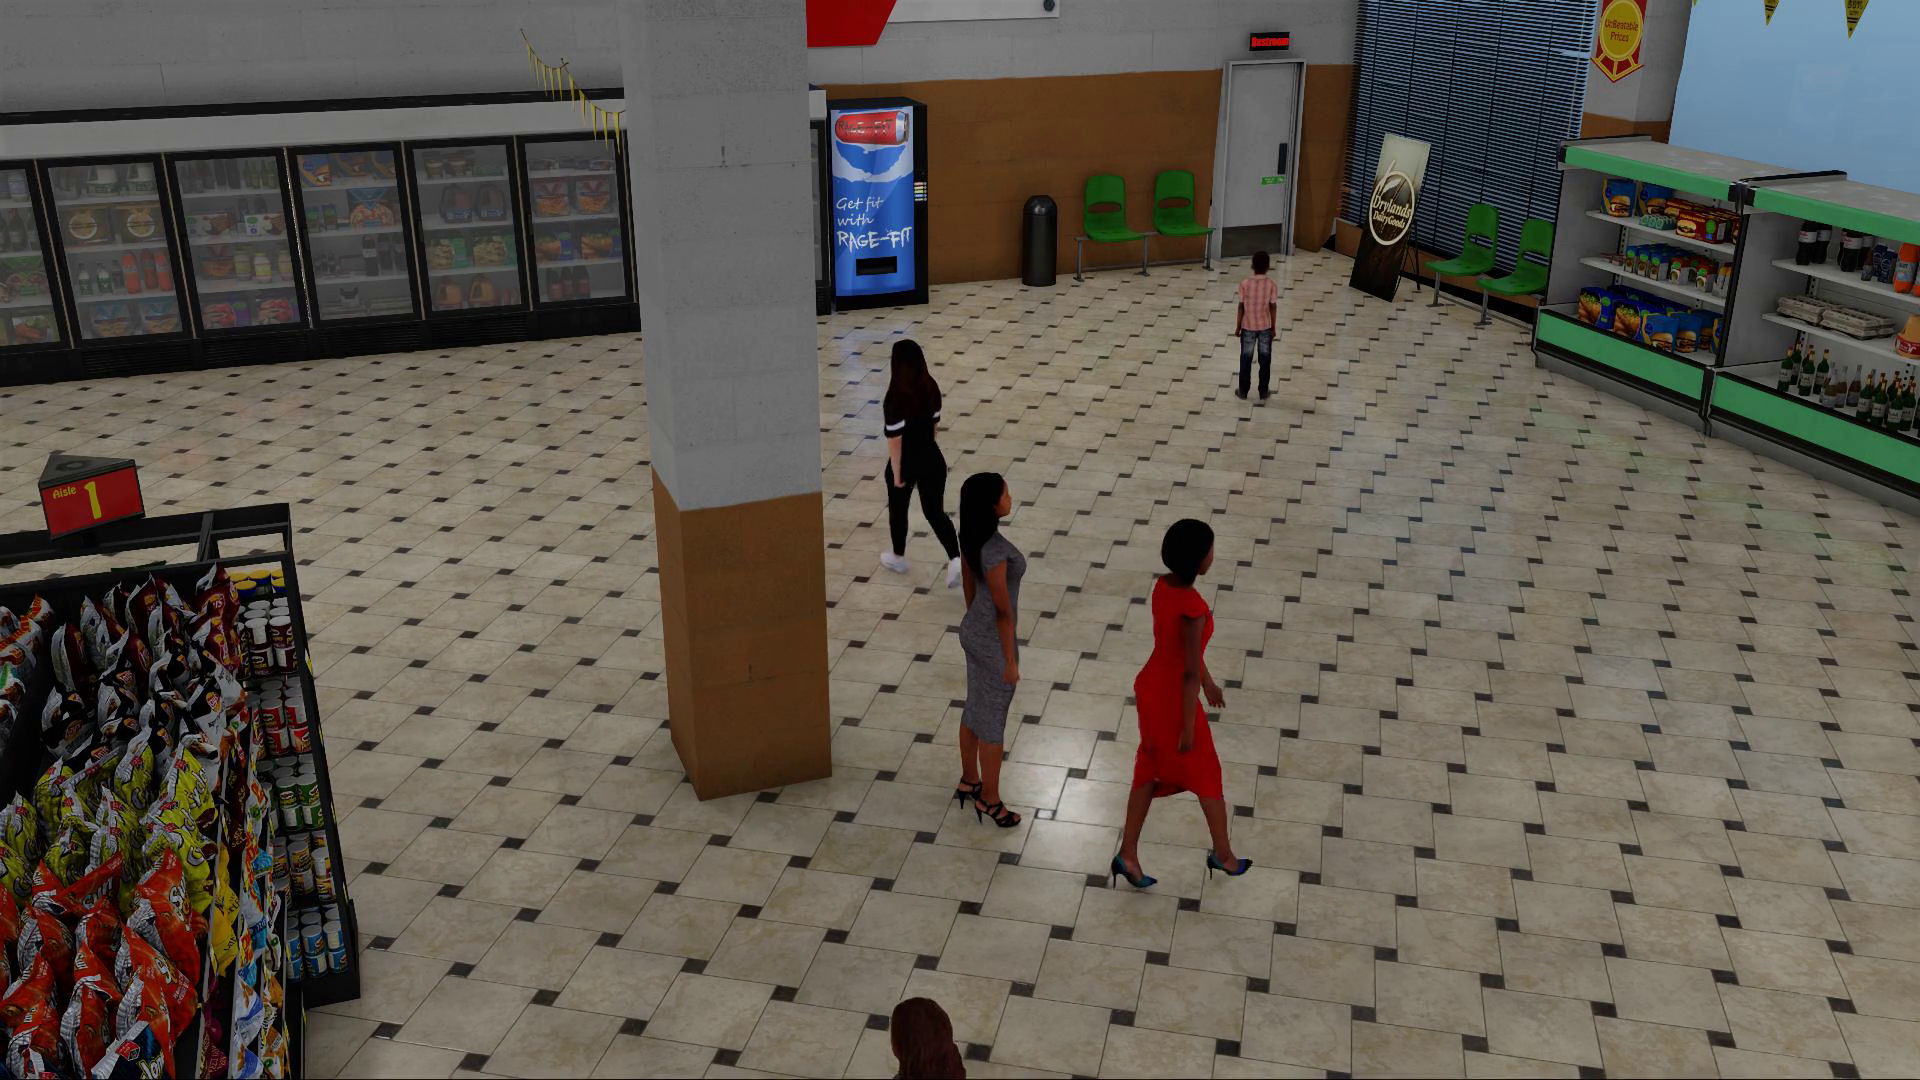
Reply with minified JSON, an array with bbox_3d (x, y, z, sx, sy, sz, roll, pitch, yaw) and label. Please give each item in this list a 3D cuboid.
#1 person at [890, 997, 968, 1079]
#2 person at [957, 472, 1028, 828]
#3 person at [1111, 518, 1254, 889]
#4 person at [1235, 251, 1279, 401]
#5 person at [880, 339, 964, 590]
[{"bbox_3d":[-0.067,1.949,5.296,0.850,1.078,0.681,20,29,40],"label":"person"},{"bbox_3d":[0.130,0.521,7.905,0.640,1.781,0.450,-9,23,-20],"label":"person"},{"bbox_3d":[0.851,0.768,7.392,0.677,1.705,0.823,-5,22,-13],"label":"person"},{"bbox_3d":[2.582,-1.869,14.488,0.575,1.308,0.595,2,22,6],"label":"person"},{"bbox_3d":[-0.230,-0.456,10.563,0.797,1.612,1.163,-15,26,-33],"label":"person"}]
